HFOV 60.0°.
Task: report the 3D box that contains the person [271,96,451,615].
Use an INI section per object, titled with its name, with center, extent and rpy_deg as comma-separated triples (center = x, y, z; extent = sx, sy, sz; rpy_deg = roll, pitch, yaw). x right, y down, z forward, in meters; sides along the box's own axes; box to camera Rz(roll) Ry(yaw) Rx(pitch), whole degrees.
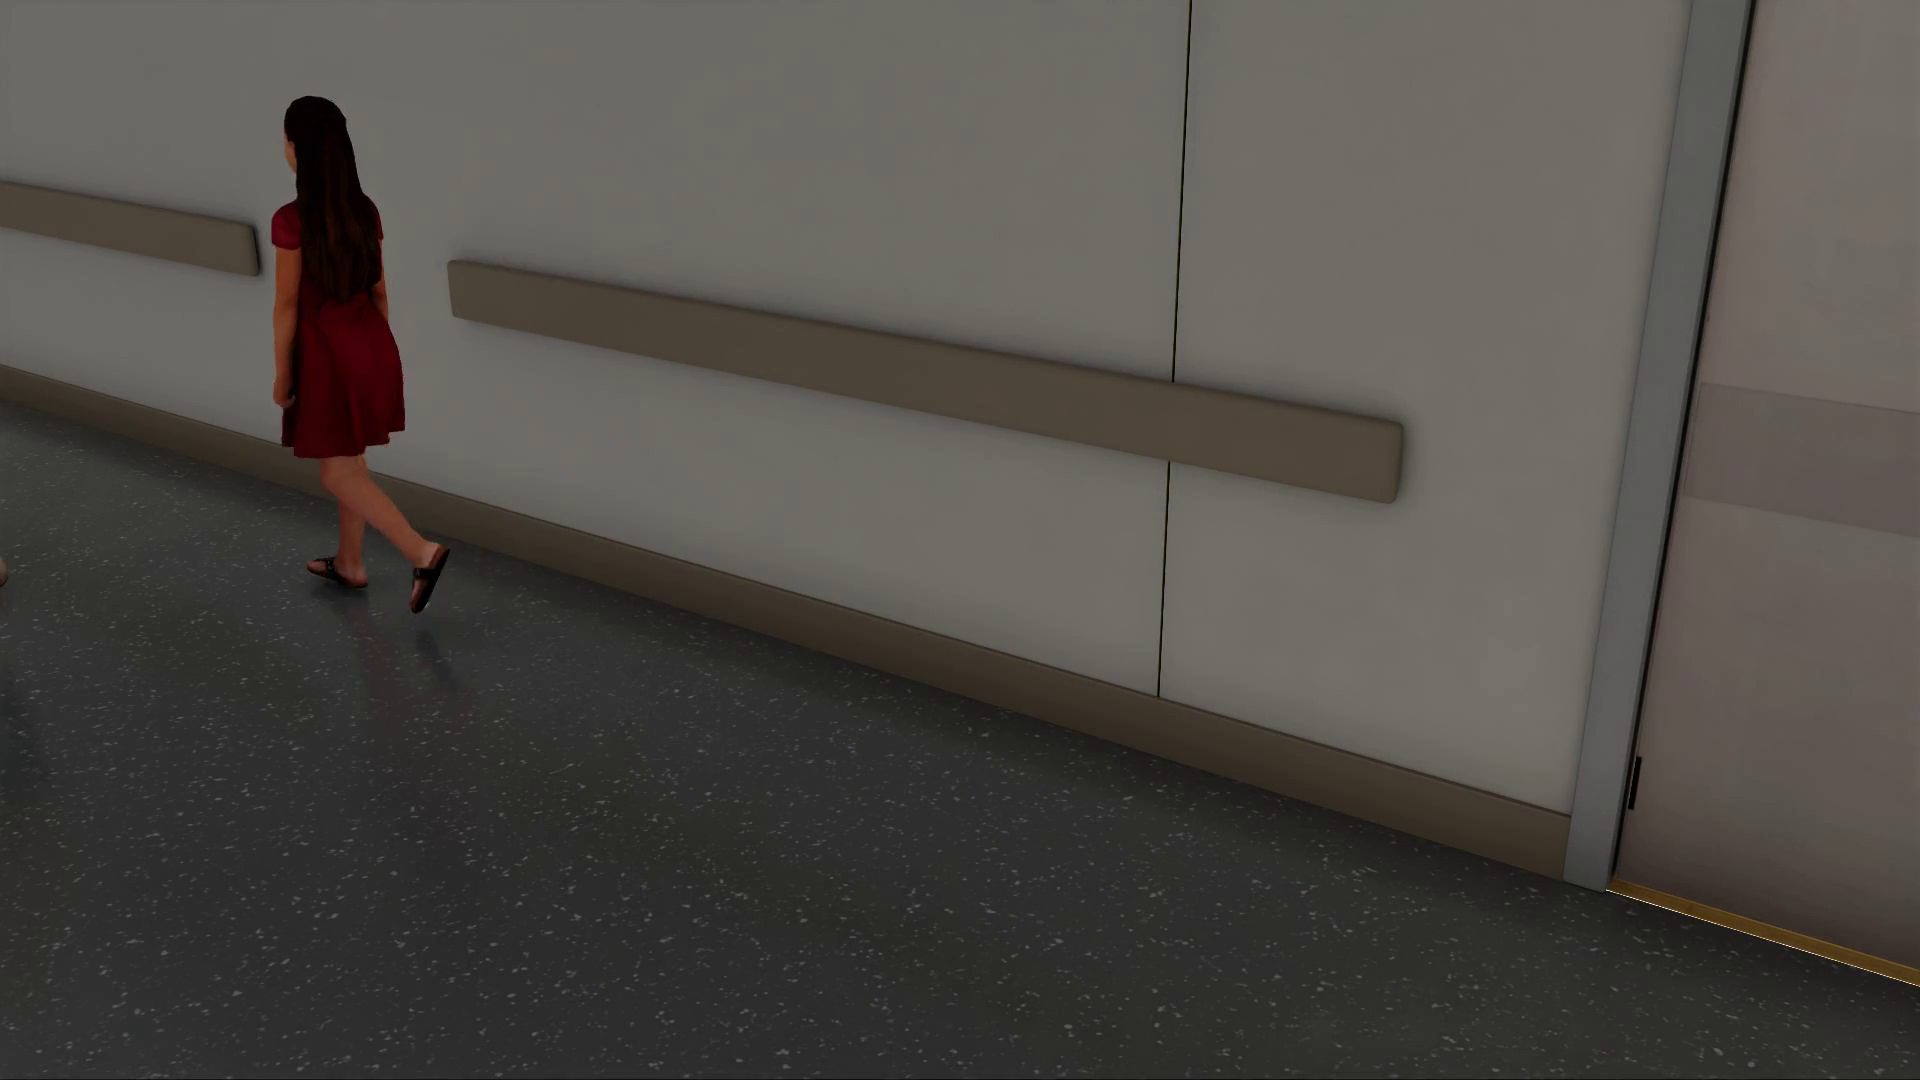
[person]
center = -1.822, -0.522, 4.986
extent = 0.689, 1.536, 0.906
rpy_deg = 11, 23, 27
